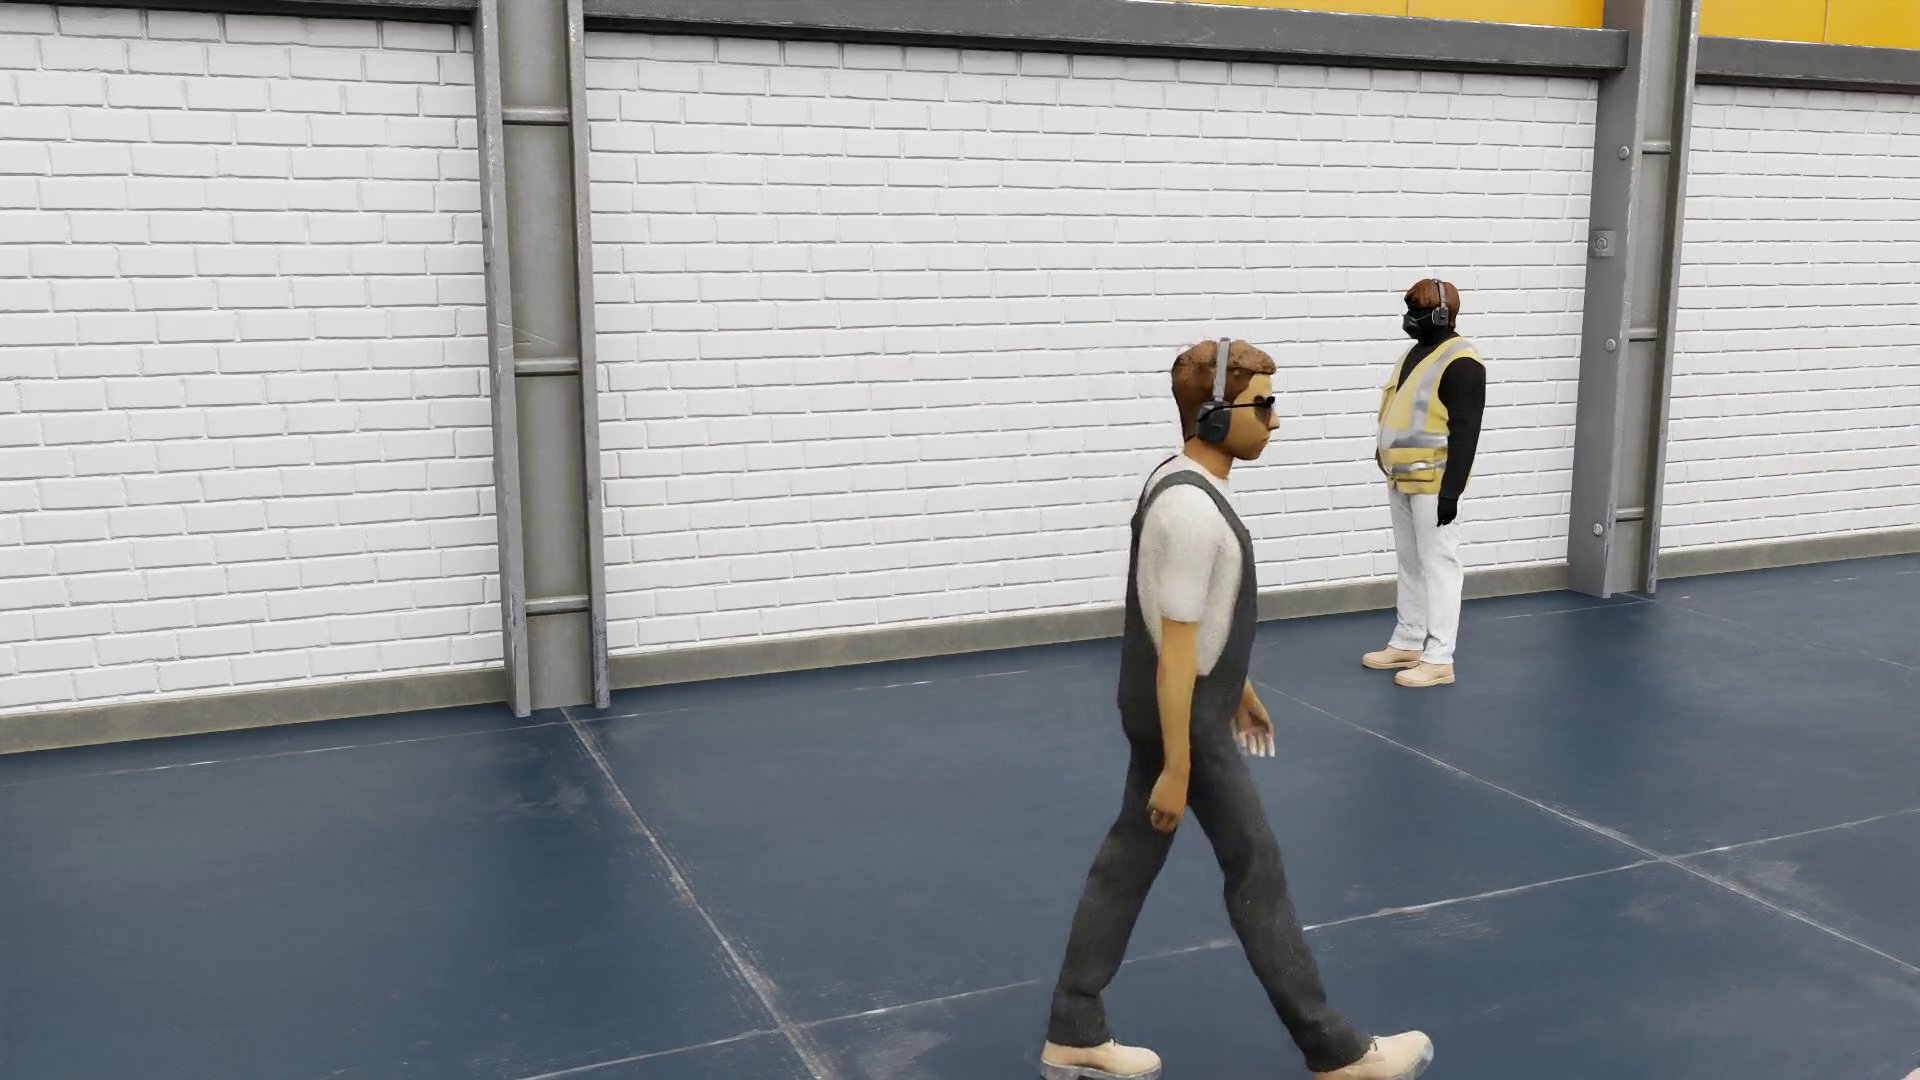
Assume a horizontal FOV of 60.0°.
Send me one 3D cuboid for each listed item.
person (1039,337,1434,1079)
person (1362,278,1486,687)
[{"bbox_3d":[0.626,0.435,3.862,0.945,1.794,0.541,0,10,1],"label":"person"},{"bbox_3d":[2.111,-0.260,7.583,0.429,1.845,0.621,-2,10,-10],"label":"person"}]
